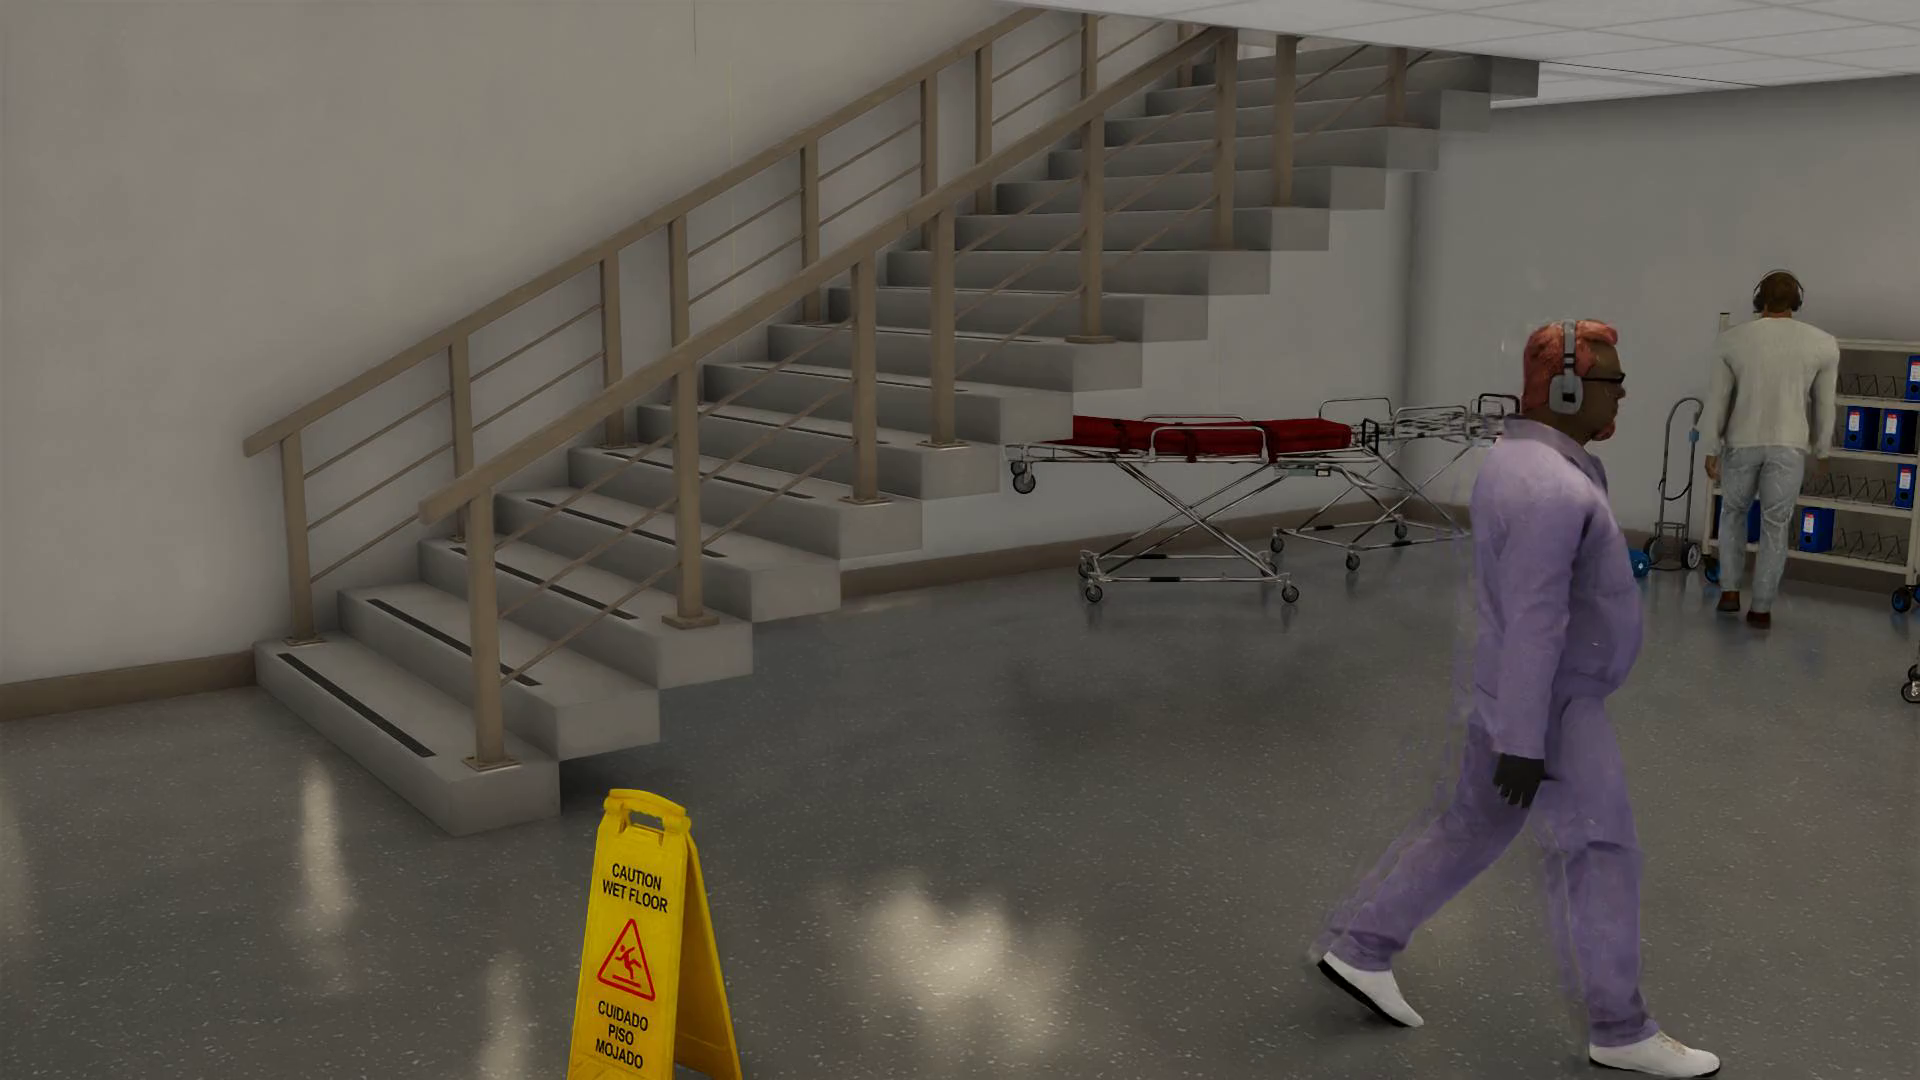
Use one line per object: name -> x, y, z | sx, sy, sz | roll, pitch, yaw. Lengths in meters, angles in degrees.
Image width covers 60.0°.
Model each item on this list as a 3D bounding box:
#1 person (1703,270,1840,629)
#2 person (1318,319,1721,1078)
person -> 4.372, -0.491, 9.025 | 0.633, 1.919, 0.578 | 5, 11, 26
person -> 1.386, 0.384, 4.136 | 0.959, 1.871, 0.653 | 2, 10, 11
